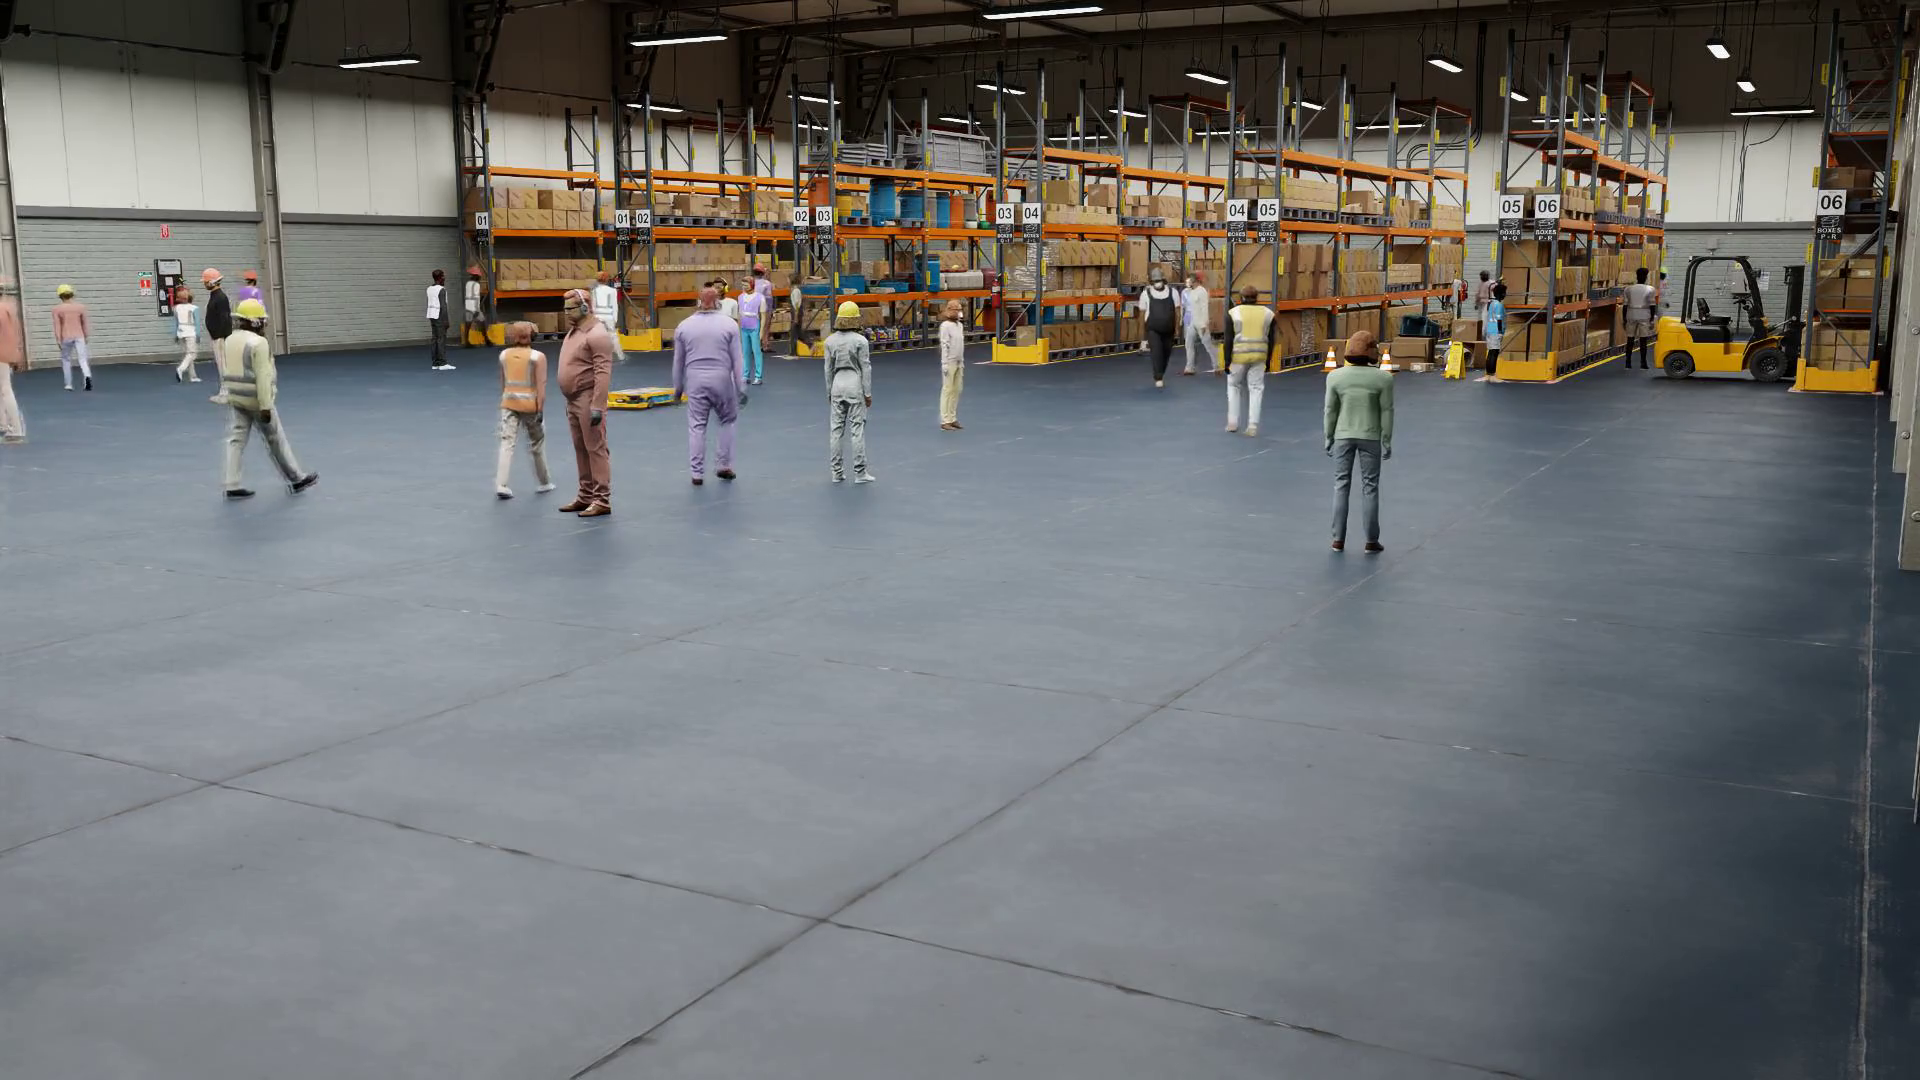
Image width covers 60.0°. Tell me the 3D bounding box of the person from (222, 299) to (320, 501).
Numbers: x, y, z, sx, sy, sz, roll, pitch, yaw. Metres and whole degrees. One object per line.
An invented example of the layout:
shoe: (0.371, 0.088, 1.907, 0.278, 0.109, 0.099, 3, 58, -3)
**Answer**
person: (-6.282, -1.268, 14.990, 0.621, 1.785, 0.898, 6, 11, 31)

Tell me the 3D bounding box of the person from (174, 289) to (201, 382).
person: (-13.273, -3.485, 28.494, 0.517, 1.616, 0.670, 3, 10, 15)

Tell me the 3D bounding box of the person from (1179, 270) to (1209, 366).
person: (4.466, -4.184, 31.721, 0.564, 1.912, 0.763, 2, 10, 13)

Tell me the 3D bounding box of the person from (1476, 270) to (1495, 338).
person: (14.028, -6.272, 44.241, 0.709, 1.818, 0.651, -4, 11, -23)

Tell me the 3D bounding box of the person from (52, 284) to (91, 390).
person: (-14.330, -3.269, 26.860, 0.528, 1.736, 0.781, -8, 12, -39)

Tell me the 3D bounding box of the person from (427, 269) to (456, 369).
person: (-10.046, -4.243, 32.037, 0.587, 1.920, 0.392, 9, 13, 44)

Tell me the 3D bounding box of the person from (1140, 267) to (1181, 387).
person: (3.359, -3.620, 28.034, 0.681, 2.000, 0.911, -1, 10, -6)

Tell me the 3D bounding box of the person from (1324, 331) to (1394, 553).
person: (2.929, -0.719, 12.240, 0.502, 1.631, 0.285, 4, 11, 24)

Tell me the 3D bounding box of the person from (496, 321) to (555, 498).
person: (-3.975, -1.180, 15.056, 0.499, 1.593, 0.824, 2, 10, 13)

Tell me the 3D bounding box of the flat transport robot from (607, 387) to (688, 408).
flat transport robot: (-4.586, -2.075, 24.162, 0.652, 0.197, 1.431, 4, 11, 22)

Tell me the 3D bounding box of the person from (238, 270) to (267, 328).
person: (-14.339, -4.511, 33.707, 0.557, 1.894, 0.973, 4, 11, 24)

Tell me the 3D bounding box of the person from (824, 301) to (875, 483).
person: (-1.065, -1.419, 16.019, 0.485, 1.744, 0.294, 4, 10, 22)

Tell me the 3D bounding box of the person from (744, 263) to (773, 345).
person: (-4.396, -5.043, 36.452, 0.623, 2.001, 0.990, 0, 10, 2)

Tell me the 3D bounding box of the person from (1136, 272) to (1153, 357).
person: (4.163, -4.878, 35.992, 0.595, 1.832, 0.990, 7, 12, 35)

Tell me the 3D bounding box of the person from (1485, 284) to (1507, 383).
person: (9.230, -3.546, 28.614, 0.319, 1.695, 0.532, 0, 10, 3)

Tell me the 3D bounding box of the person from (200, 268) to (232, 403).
person: (-11.030, -3.032, 24.734, 0.392, 1.989, 0.617, -6, 12, -33)

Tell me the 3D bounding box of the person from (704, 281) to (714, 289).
person: (-4.807, -4.240, 32.696, 0.598, 1.681, 0.537, -8, 13, -40)

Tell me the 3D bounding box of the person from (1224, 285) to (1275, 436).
person: (3.513, -2.194, 20.345, 0.646, 1.816, 0.697, -1, 10, -3)

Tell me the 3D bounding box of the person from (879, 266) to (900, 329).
person: (-1.775, -5.994, 42.286, 0.556, 1.924, 0.562, 5, 11, 28)

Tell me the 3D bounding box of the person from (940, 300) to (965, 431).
person: (-0.086, -2.186, 20.841, 0.276, 1.630, 0.531, 5, 11, 28)

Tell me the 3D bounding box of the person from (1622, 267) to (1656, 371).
person: (12.931, -4.209, 31.699, 0.609, 1.965, 0.369, 7, 12, 37)

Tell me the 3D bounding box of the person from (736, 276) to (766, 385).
person: (-3.531, -3.541, 28.164, 0.563, 1.837, 0.389, 6, 11, 31)

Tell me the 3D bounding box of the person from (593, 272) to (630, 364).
person: (-7.029, -4.414, 33.285, 0.604, 1.843, 0.936, 3, 10, 19)

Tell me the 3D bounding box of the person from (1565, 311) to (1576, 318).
person: (16.932, -6.575, 45.920, 0.632, 1.842, 0.429, -7, 12, -37)

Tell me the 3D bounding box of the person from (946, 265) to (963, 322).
person: (-0.152, -6.701, 46.450, 0.626, 1.918, 0.389, 8, 12, 39)

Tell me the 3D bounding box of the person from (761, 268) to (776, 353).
person: (-4.419, -5.190, 37.620, 0.402, 1.906, 0.652, -8, 13, -40)

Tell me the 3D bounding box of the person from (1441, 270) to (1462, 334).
person: (13.099, -6.312, 44.337, 0.510, 1.860, 0.333, 2, 10, 10)

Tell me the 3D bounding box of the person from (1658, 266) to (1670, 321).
person: (19.028, -6.457, 45.074, 0.604, 1.881, 0.940, -9, 13, -43)

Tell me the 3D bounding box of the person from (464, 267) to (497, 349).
person: (-11.393, -5.471, 39.287, 0.555, 1.893, 0.892, 8, 12, 39)

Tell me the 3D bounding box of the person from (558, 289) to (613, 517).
person: (-3.166, -1.147, 13.967, 0.406, 1.903, 0.637, -7, 12, -35)

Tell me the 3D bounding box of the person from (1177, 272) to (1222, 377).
person: (4.369, -3.876, 30.013, 0.734, 1.896, 0.673, -3, 10, -19)

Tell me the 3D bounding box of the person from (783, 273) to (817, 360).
person: (-3.378, -4.689, 34.938, 0.636, 1.830, 0.520, -1, 10, -6)

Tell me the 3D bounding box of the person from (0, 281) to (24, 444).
person: (-11.230, -2.090, 19.246, 0.672, 1.975, 0.646, -1, 10, -5)

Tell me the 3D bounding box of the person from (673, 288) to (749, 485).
person: (-2.386, -1.476, 16.003, 0.772, 1.867, 0.744, 1, 10, 6)

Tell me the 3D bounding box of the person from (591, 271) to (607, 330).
person: (-8.705, -5.573, 40.185, 0.404, 1.805, 0.659, -7, 12, -36)

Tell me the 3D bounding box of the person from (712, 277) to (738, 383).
person: (-3.496, -2.919, 24.429, 0.513, 1.872, 0.331, 1, 10, 5)
